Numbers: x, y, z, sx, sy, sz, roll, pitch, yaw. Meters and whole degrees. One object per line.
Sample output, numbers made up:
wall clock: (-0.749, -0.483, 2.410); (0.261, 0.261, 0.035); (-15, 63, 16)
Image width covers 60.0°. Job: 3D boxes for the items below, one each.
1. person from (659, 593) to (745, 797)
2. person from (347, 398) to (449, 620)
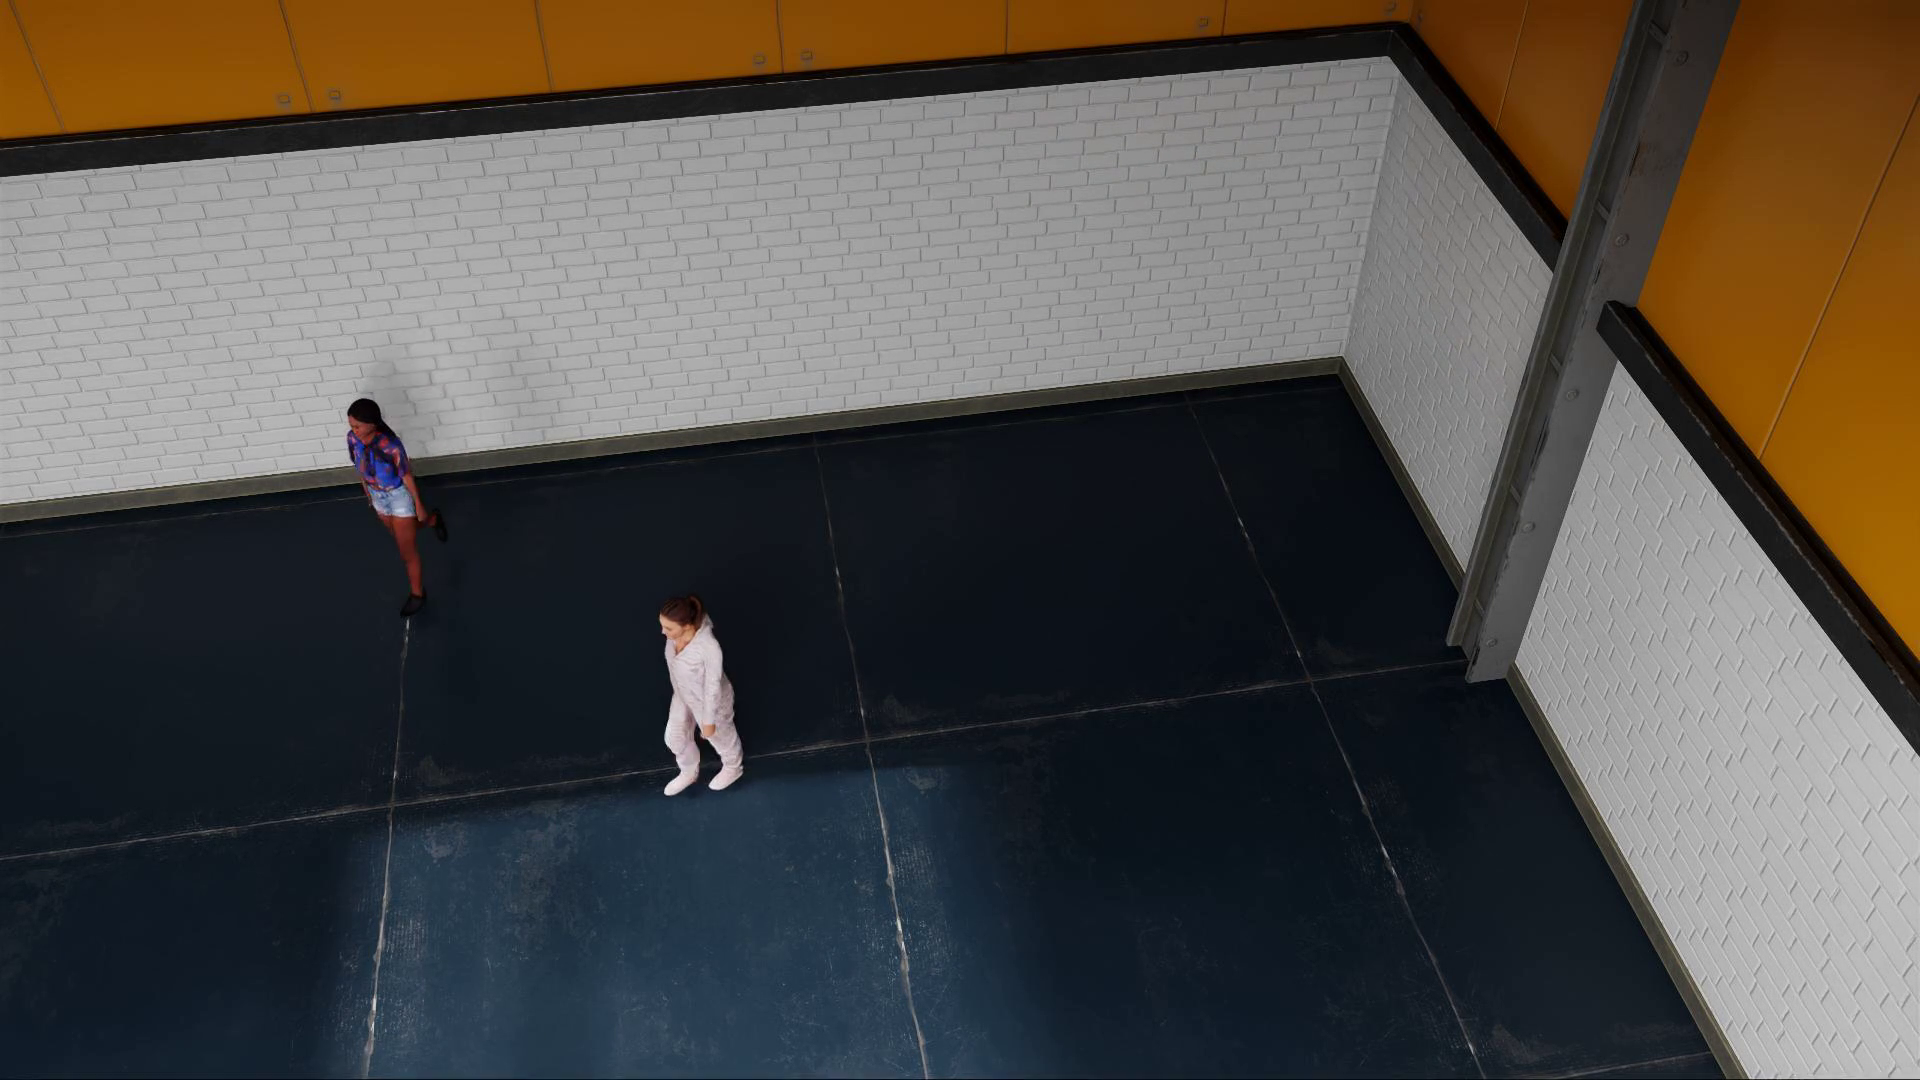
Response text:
person: (-1.480, 0.885, 10.008); (0.821, 1.672, 0.880); (29, 51, 27)
person: (-3.769, -0.327, 11.247); (0.937, 1.718, 1.141); (11, 45, 12)
